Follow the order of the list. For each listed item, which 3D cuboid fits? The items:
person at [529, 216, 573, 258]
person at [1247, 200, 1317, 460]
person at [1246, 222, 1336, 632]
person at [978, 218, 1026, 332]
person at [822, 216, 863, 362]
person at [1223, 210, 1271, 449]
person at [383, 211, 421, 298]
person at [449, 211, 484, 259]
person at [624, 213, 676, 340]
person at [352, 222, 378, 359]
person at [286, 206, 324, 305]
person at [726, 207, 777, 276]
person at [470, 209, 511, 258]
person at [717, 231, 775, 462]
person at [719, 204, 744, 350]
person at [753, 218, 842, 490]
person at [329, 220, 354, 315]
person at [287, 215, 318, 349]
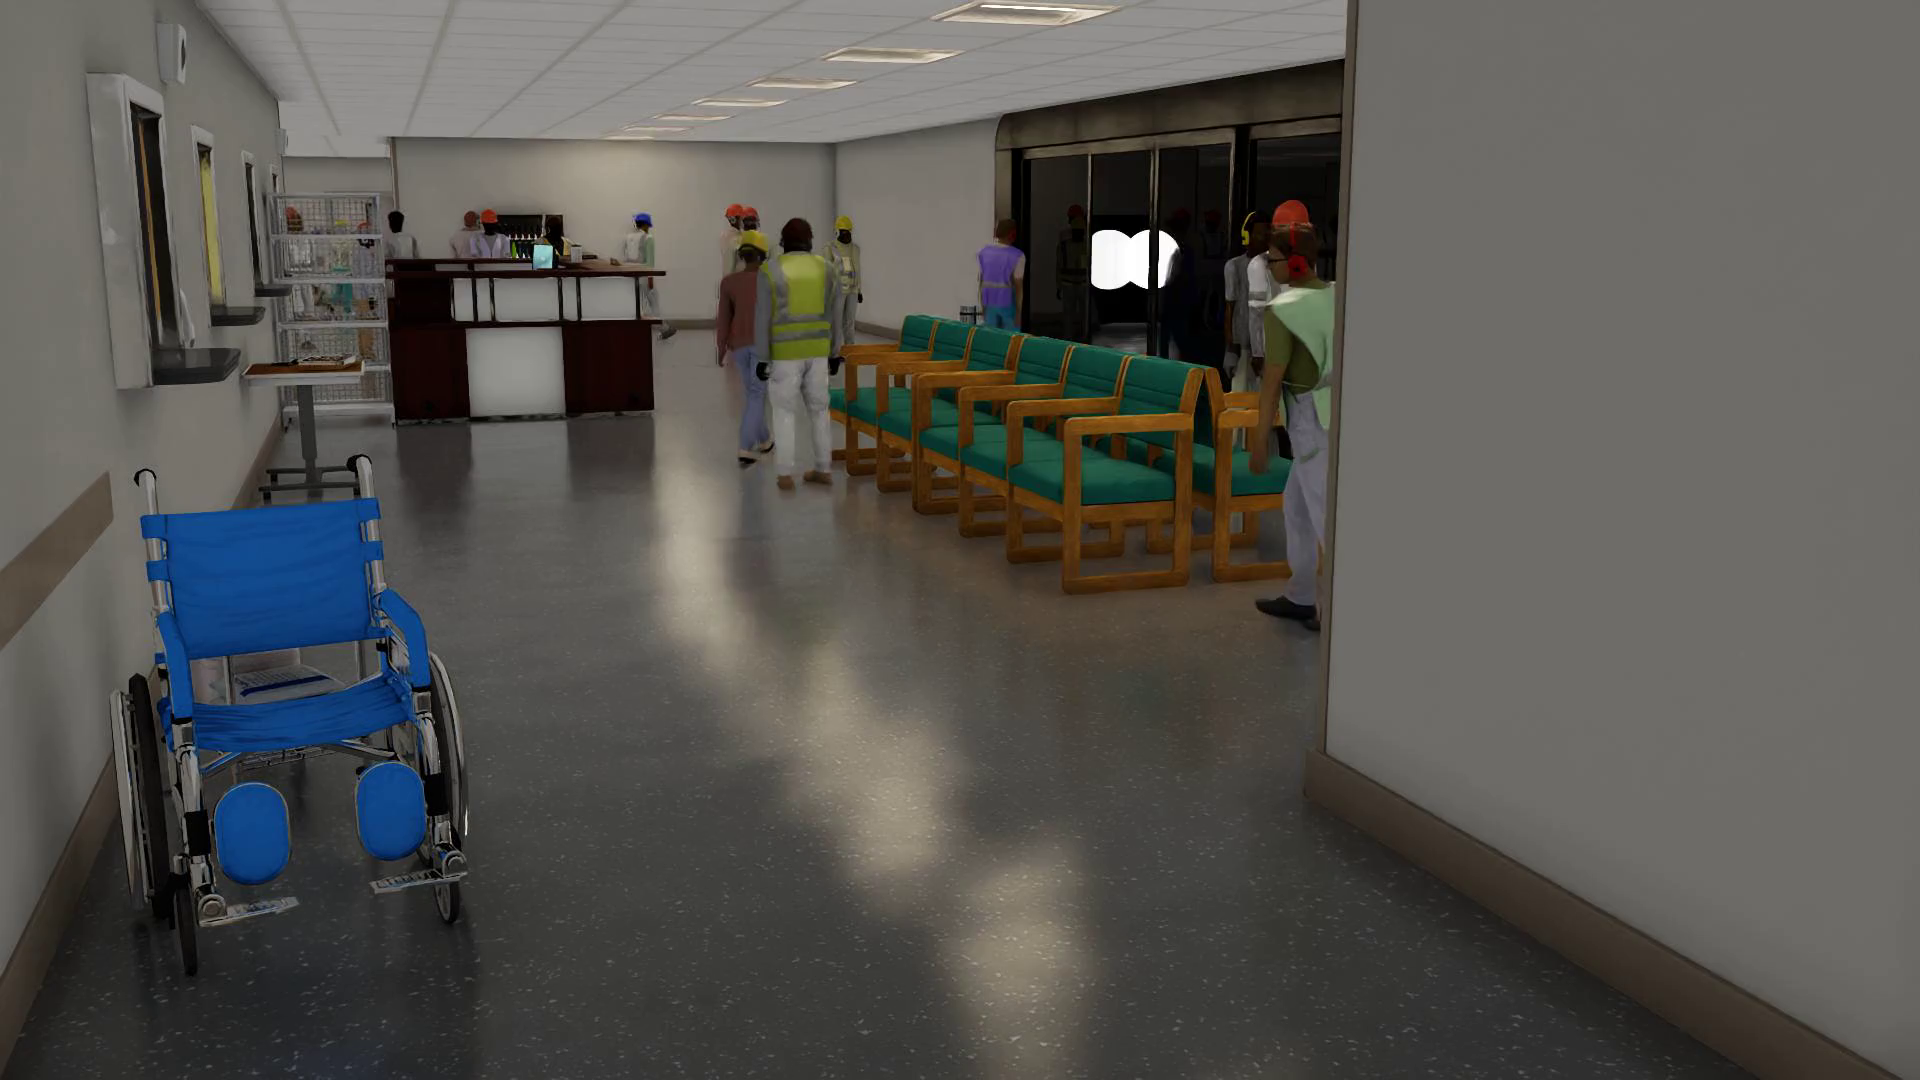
[{"bbox_3d":[-4.999,-3.081,20.597,0.429,1.837,0.626,10,15,40],"label":"person"},{"bbox_3d":[2.180,-1.299,11.178,0.544,1.938,0.355,-6,13,-29],"label":"person"},{"bbox_3d":[1.507,-0.476,7.293,0.692,1.802,0.607,8,14,37],"label":"person"},{"bbox_3d":[0.398,-2.413,17.206,0.583,1.819,0.768,7,13,31],"label":"person"},{"bbox_3d":[-1.465,-3.184,21.117,0.404,1.833,0.590,11,15,43],"label":"person"},{"bbox_3d":[2.001,-1.302,11.367,0.531,1.870,0.318,-10,15,-41],"label":"person"},{"bbox_3d":[-8.345,-3.942,24.826,1.062,1.921,0.625,8,13,34],"label":"person"},{"bbox_3d":[-6.877,-3.702,23.593,0.651,1.904,0.402,-1,11,-4],"label":"person"},{"bbox_3d":[-4.633,-3.859,24.464,0.665,1.872,0.988,8,14,36],"label":"person"},{"bbox_3d":[-7.281,-3.021,20.479,0.338,1.752,0.564,-6,12,-27],"label":"person"},{"bbox_3d":[-13.036,-5.552,32.782,0.701,2.023,0.622,-1,11,-3],"label":"person"},{"bbox_3d":[-2.499,-3.027,20.053,0.628,1.925,1.058,-3,11,-14],"label":"person"},{"bbox_3d":[-6.531,-3.639,23.214,0.546,1.931,0.383,-4,12,-19],"label":"person"},{"bbox_3d":[-1.558,-1.463,12.589,0.527,1.726,0.895,4,12,20],"label":"person"},{"bbox_3d":[-3.076,-3.612,22.892,0.375,1.997,0.611,4,12,19],"label":"person"},{"bbox_3d":[-1.091,-1.255,11.268,0.658,1.819,0.431,-6,13,-30],"label":"person"},{"bbox_3d":[-11.182,-4.900,30.101,0.545,1.754,0.466,5,12,25],"label":"person"},{"bbox_3d":[-9.228,-3.593,23.149,0.752,1.863,0.583,9,14,40],"label":"person"}]
